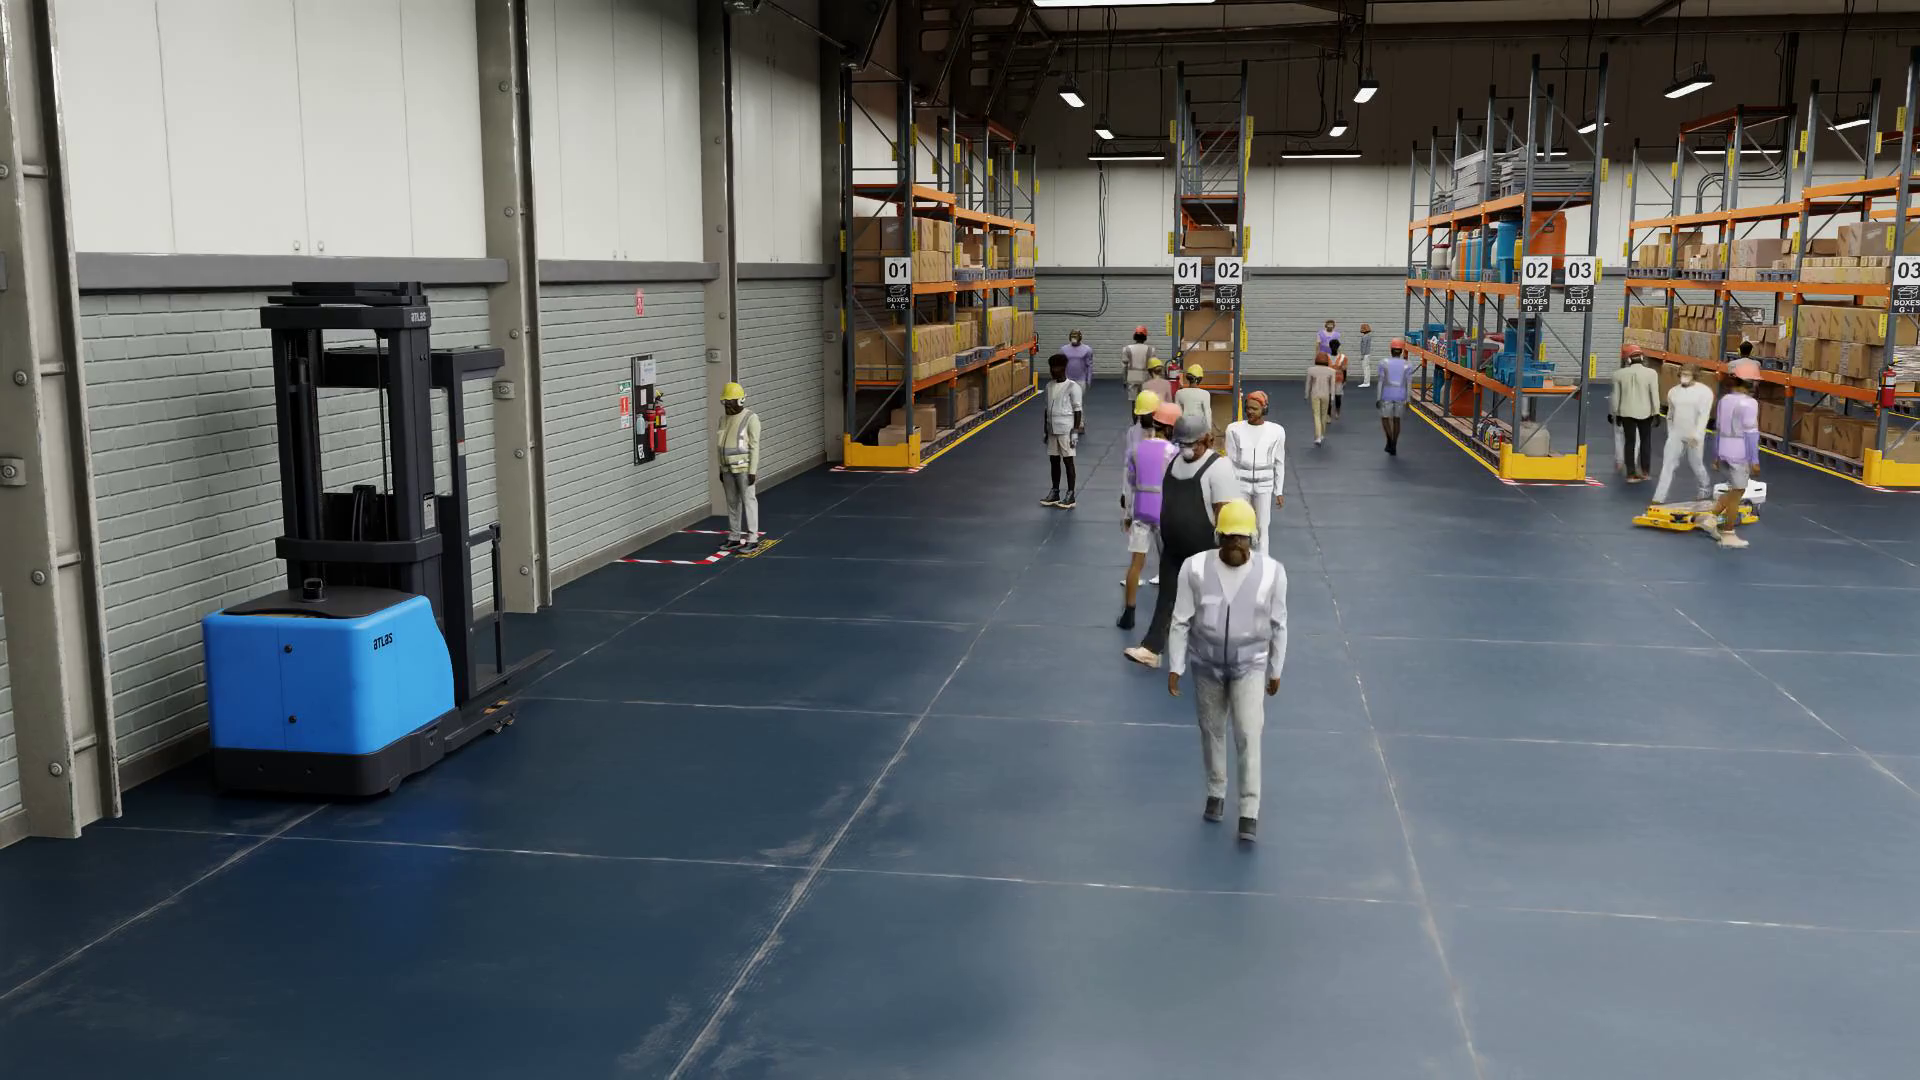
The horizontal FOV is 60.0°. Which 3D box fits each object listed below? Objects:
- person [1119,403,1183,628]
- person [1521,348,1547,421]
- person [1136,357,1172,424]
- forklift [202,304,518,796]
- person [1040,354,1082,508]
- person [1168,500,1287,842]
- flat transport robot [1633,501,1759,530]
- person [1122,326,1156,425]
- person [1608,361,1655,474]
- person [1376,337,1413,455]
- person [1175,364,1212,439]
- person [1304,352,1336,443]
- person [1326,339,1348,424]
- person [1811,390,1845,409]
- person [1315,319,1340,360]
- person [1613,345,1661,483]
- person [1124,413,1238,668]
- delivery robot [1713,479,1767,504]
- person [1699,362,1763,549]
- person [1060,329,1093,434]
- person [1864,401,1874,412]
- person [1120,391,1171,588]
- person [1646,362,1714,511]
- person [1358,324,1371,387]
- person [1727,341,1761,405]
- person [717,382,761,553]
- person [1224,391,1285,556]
[{"bbox_3d":[1.690,-0.219,14.177,0.632,1.888,0.804,7,12,37],"label":"person"},{"bbox_3d":[11.301,-3.265,32.971,0.603,1.898,0.986,1,9,9],"label":"person"},{"bbox_3d":[2.856,-1.778,24.223,0.550,1.754,0.584,-5,11,-29],"label":"person"},{"bbox_3d":[-3.673,-0.038,10.147,1.129,2.768,1.873,1,9,9],"label":"forklift"},{"bbox_3d":[1.277,-1.398,21.242,0.381,1.954,0.613,-8,12,-41],"label":"person"},{"bbox_3d":[1.418,0.689,8.877,0.615,1.798,0.831,2,10,14],"label":"person"},{"bbox_3d":[8.772,-0.303,19.808,1.431,0.197,0.652,-5,11,-29],"label":"flat transport robot"},{"bbox_3d":[3.259,-2.897,30.359,0.610,2.003,0.902,1,9,5],"label":"person"},{"bbox_3d":[10.032,-1.910,24.856,0.666,1.807,0.853,3,10,20],"label":"person"},{"bbox_3d":[7.110,-2.348,27.214,0.560,1.918,0.499,1,9,6],"label":"person"},{"bbox_3d":[3.112,-1.456,22.190,0.528,1.768,0.313,6,11,31],"label":"person"},{"bbox_3d":[6.320,-2.505,29.218,0.506,1.585,0.867,0,9,1],"label":"person"},{"bbox_3d":[7.367,-3.138,32.825,0.532,1.679,0.483,3,10,16],"label":"person"},{"bbox_3d":[15.913,-2.729,30.520,0.545,1.595,0.824,1,9,8],"label":"person"},{"bbox_3d":[9.167,-4.605,41.482,0.578,1.817,0.763,2,9,14],"label":"person"},{"bbox_3d":[9.723,-1.809,23.821,0.683,1.940,0.786,6,11,32],"label":"person"},{"bbox_3d":[1.772,-0.018,12.609,1.099,2.000,0.700,-7,12,-38],"label":"person"},{"bbox_3d":[9.597,-0.597,20.458,0.707,0.478,0.477,-6,11,-35],"label":"delivery robot"},{"bbox_3d":[8.442,-0.913,18.045,0.453,2.031,0.627,0,9,-2],"label":"person"},{"bbox_3d":[2.141,-2.945,30.844,0.635,1.937,0.354,2,10,15],"label":"person"},{"bbox_3d":[19.448,-3.611,35.345,0.632,1.802,0.722,1,9,7],"label":"person"},{"bbox_3d":[1.780,-0.474,15.776,0.883,1.875,0.633,-8,12,-39],"label":"person"},{"bbox_3d":[9.133,-1.302,20.887,1.042,1.885,0.628,-7,12,-37],"label":"person"},{"bbox_3d":[10.508,-4.786,43.133,0.266,1.631,0.507,5,10,28],"label":"person"},{"bbox_3d":[12.789,-2.320,27.199,0.514,1.871,0.327,2,9,14],"label":"person"},{"bbox_3d":[-2.397,-0.779,17.847,0.587,1.823,0.403,7,12,37],"label":"person"},{"bbox_3d":[2.781,-0.476,15.784,0.573,1.884,0.359,1,9,8],"label":"person"}]
